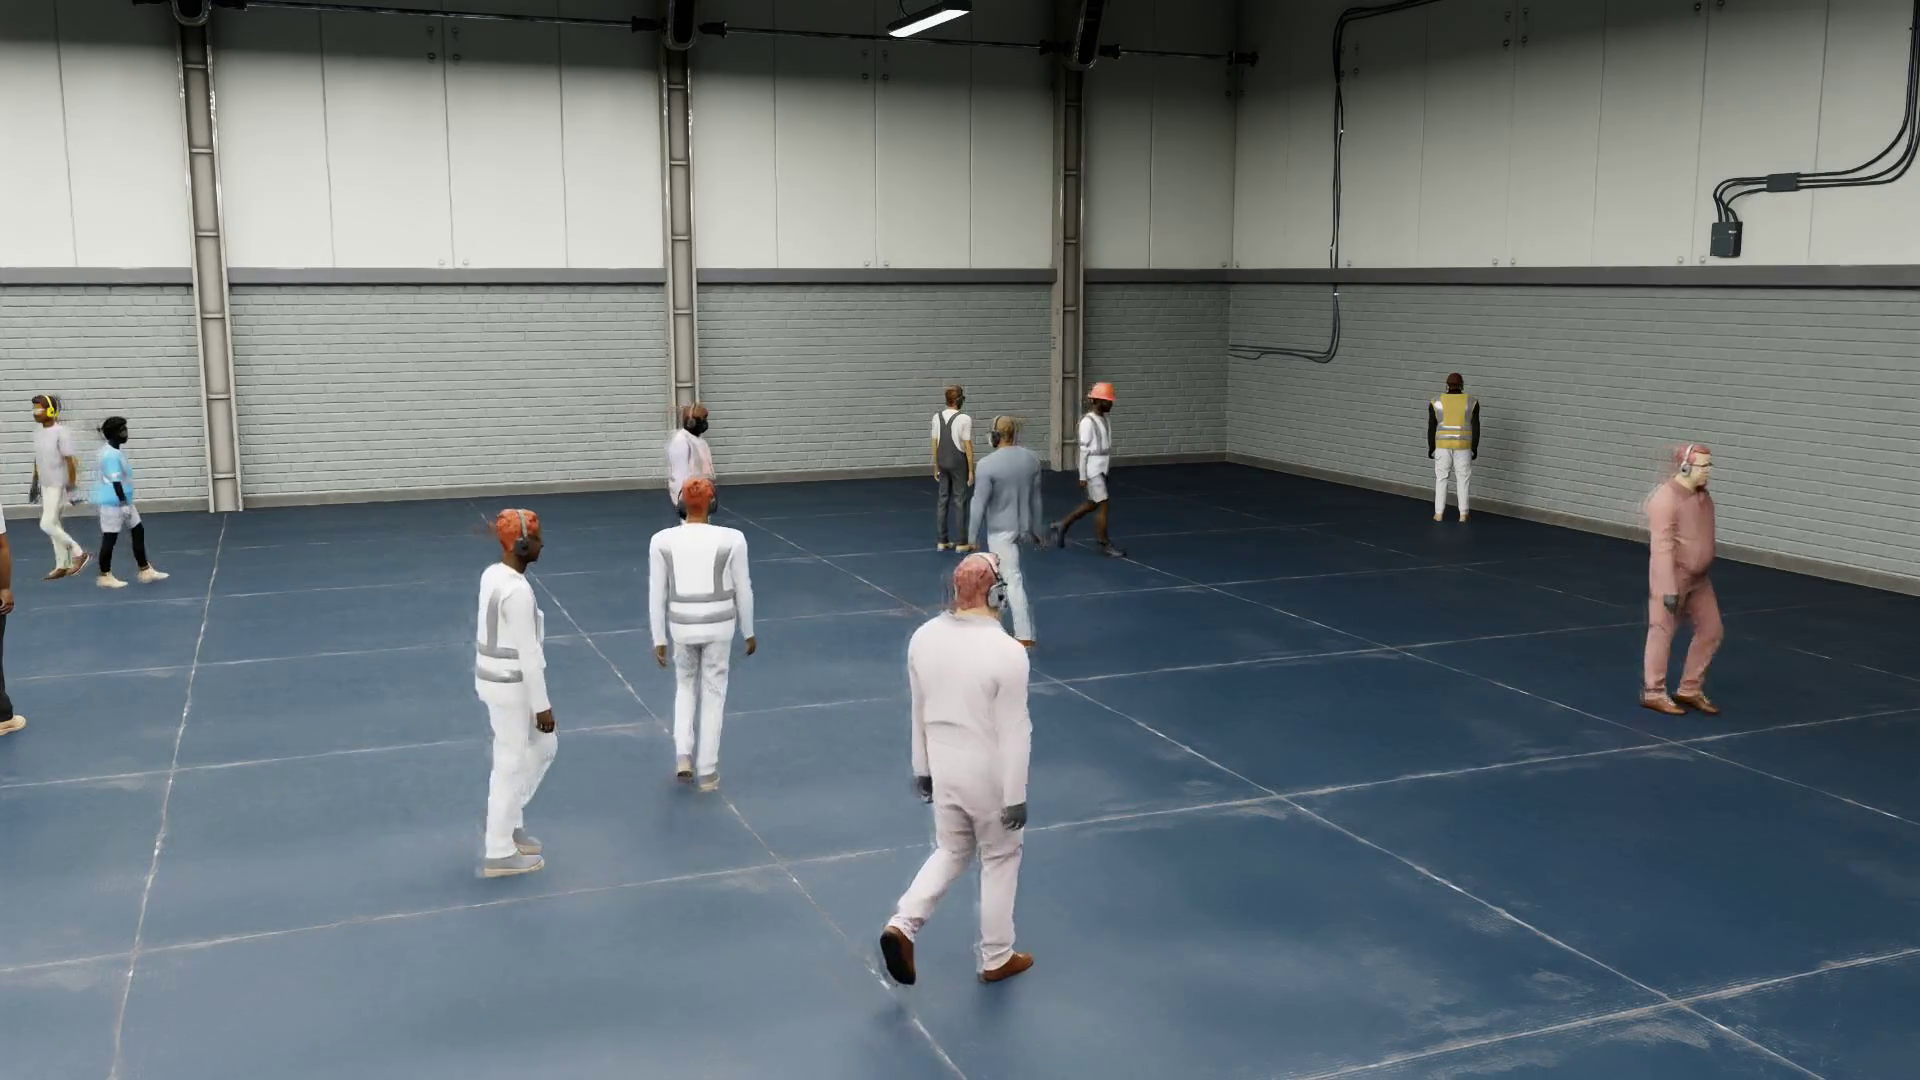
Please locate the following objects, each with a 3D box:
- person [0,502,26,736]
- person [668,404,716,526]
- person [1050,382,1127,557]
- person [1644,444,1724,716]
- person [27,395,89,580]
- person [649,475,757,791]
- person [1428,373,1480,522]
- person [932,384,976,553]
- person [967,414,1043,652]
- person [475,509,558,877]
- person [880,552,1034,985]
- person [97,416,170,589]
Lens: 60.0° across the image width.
[{"bbox_3d":[-6.564,0.281,10.954,0.688,2.000,0.536,-1,9,-4],"label":"person"},{"bbox_3d":[-2.571,-0.378,15.755,0.555,1.827,0.649,2,9,12],"label":"person"},{"bbox_3d":[1.385,-0.765,17.991,0.860,1.904,0.557,5,10,28],"label":"person"},{"bbox_3d":[5.009,0.288,11.370,0.680,1.886,0.613,-7,11,-37],"label":"person"},{"bbox_3d":[-9.083,-0.523,16.581,0.522,1.856,0.390,7,11,36],"label":"person"},{"bbox_3d":[-1.511,0.546,9.830,0.581,1.868,0.430,1,9,5],"label":"person"},{"bbox_3d":[6.088,-1.141,20.526,0.619,1.838,0.430,3,9,17],"label":"person"},{"bbox_3d":[-0.068,-0.779,18.225,0.515,1.842,0.328,6,11,32],"label":"person"},{"bbox_3d":[0.302,-0.071,13.577,0.648,1.901,0.952,-8,12,-41],"label":"person"},{"bbox_3d":[-2.245,0.772,8.399,0.469,1.869,0.574,-4,10,-22],"label":"person"},{"bbox_3d":[0.019,0.991,7.001,0.643,1.886,0.685,8,12,41],"label":"person"},{"bbox_3d":[-8.037,-0.359,16.106,0.720,1.667,0.557,-3,10,-18],"label":"person"}]
